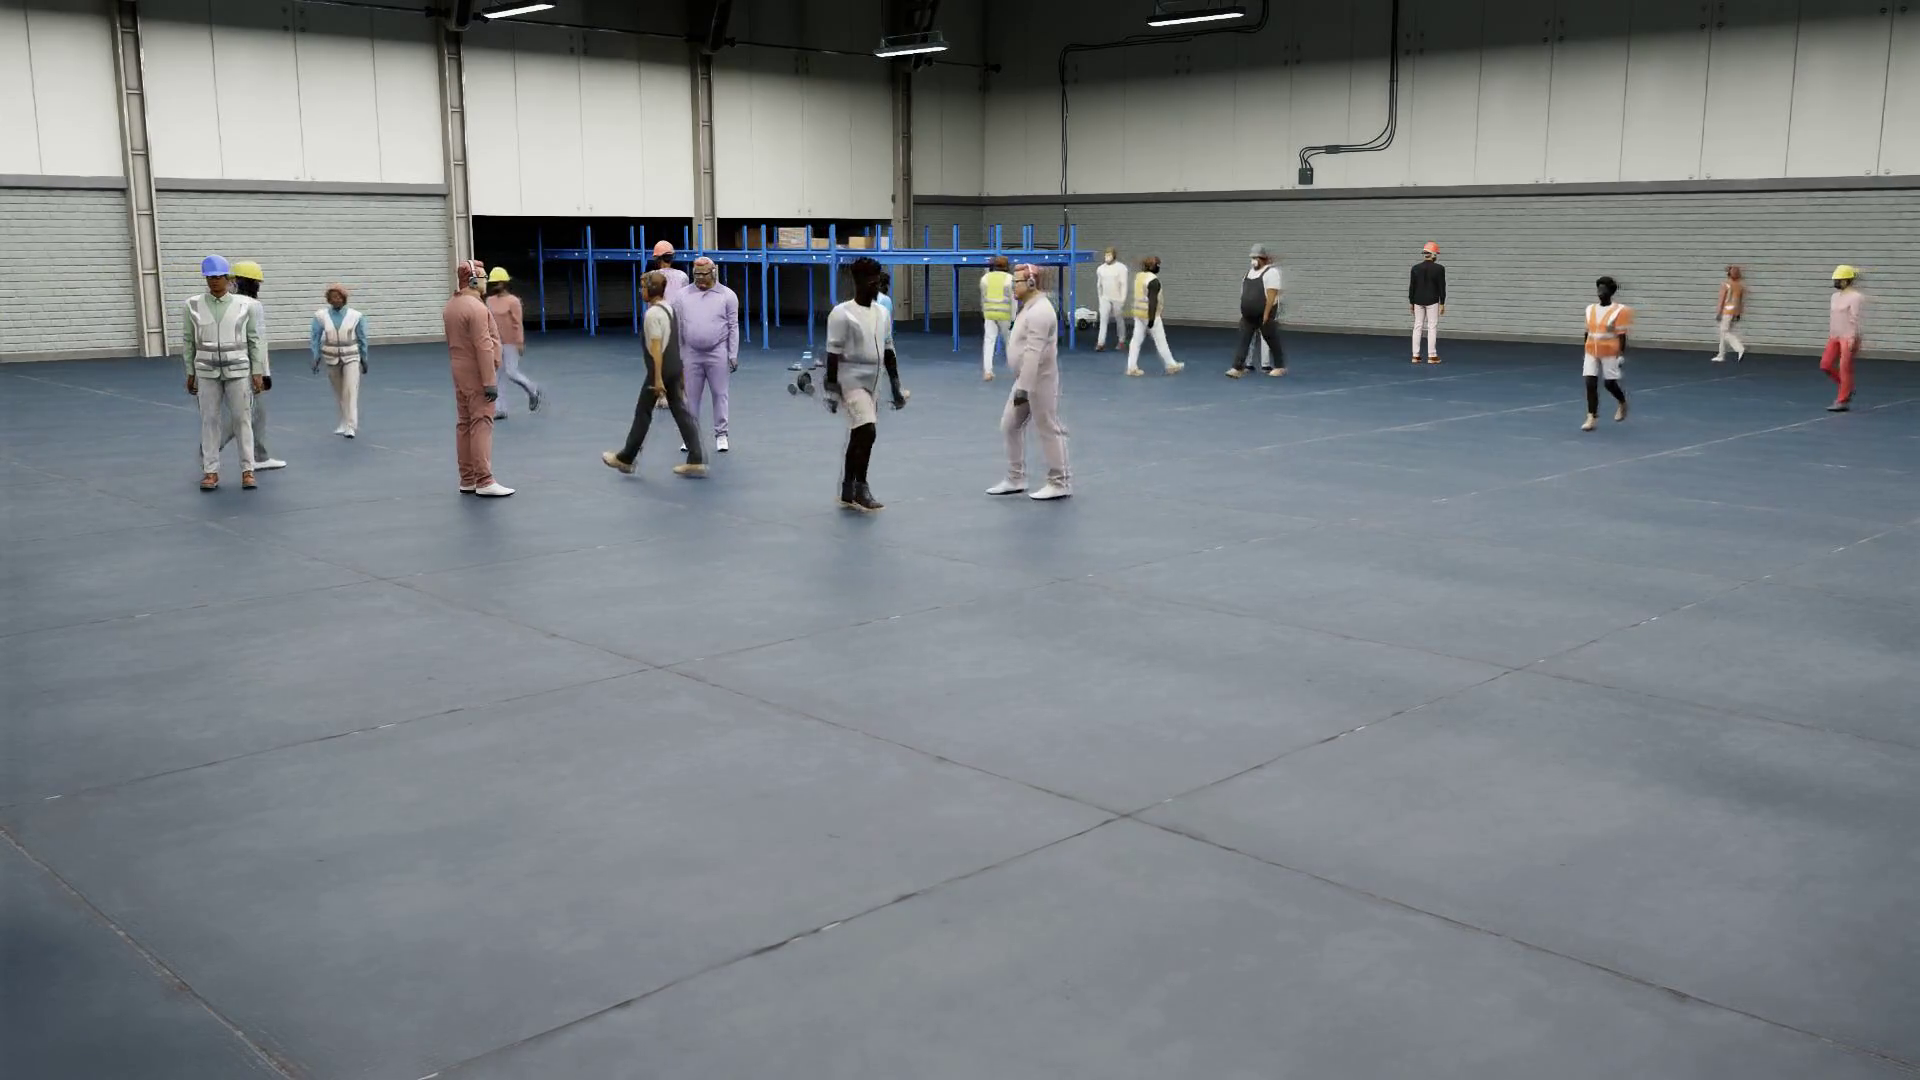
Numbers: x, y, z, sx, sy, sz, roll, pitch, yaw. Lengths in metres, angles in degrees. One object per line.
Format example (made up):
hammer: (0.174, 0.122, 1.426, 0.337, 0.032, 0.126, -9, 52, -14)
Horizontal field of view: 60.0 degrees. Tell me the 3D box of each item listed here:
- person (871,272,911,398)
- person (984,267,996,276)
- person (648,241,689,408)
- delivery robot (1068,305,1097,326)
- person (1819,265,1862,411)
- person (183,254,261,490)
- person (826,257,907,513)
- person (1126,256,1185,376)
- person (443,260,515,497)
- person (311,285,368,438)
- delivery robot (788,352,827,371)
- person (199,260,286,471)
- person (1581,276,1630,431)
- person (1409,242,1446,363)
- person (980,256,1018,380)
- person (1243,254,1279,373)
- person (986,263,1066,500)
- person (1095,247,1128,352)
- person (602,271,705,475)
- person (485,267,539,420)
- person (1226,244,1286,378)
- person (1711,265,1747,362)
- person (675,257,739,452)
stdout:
person: (-1.044, -2.597, 21.289, 0.837, 1.641, 0.541, -8, 13, -37)
person: (0.851, -6.289, 41.568, 0.515, 1.584, 0.872, -1, 10, -4)
person: (-3.630, -2.662, 20.536, 0.388, 2.041, 0.614, 9, 14, 41)
delivery robot: (2.753, -5.040, 37.427, 0.707, 0.478, 0.477, -10, 14, -43)
person: (10.669, -2.438, 20.115, 0.391, 1.756, 0.536, -2, 11, -9)
person: (-6.166, -1.402, 13.923, 0.603, 1.949, 0.389, -3, 11, -17)
person: (-0.696, -1.181, 12.717, 0.688, 1.939, 0.632, 7, 12, 32)
person: (2.953, -3.394, 25.204, 0.932, 1.799, 0.627, -4, 11, -23)
person: (-3.932, -1.315, 13.564, 0.410, 1.909, 0.643, -9, 13, -39)
person: (-6.528, -1.883, 17.533, 0.547, 1.594, 0.825, -2, 10, -8)
delivery robot: (-2.059, -2.424, 22.451, 0.335, 0.223, 0.698, 5, 12, 27)
person: (-6.438, -1.537, 14.802, 0.606, 1.899, 0.765, 9, 14, 40)
person: (7.073, -2.042, 18.173, 0.609, 1.681, 0.532, -8, 13, -38)
person: (7.798, -3.955, 27.726, 0.623, 1.990, 0.390, 9, 13, 39)
person: (0.619, -3.290, 24.639, 0.647, 1.795, 0.947, 5, 11, 24)
person: (4.674, -3.515, 25.796, 0.589, 1.824, 0.403, 6, 12, 30)
person: (0.509, -1.254, 13.290, 0.759, 1.879, 0.664, -2, 11, -11)
person: (2.797, -4.418, 30.552, 0.643, 1.897, 1.013, 5, 12, 27)
person: (-2.689, -1.462, 14.657, 0.983, 1.791, 0.534, 3, 11, 15)
person: (-5.253, -2.293, 19.335, 0.529, 1.749, 0.641, 6, 12, 28)
person: (4.483, -3.437, 24.886, 1.041, 2.000, 0.691, -8, 13, -38)
person: (12.835, -3.755, 27.644, 0.523, 1.616, 0.658, -6, 12, -28)
person: (-2.498, -1.823, 16.360, 0.643, 1.901, 0.400, 0, 10, 2)
